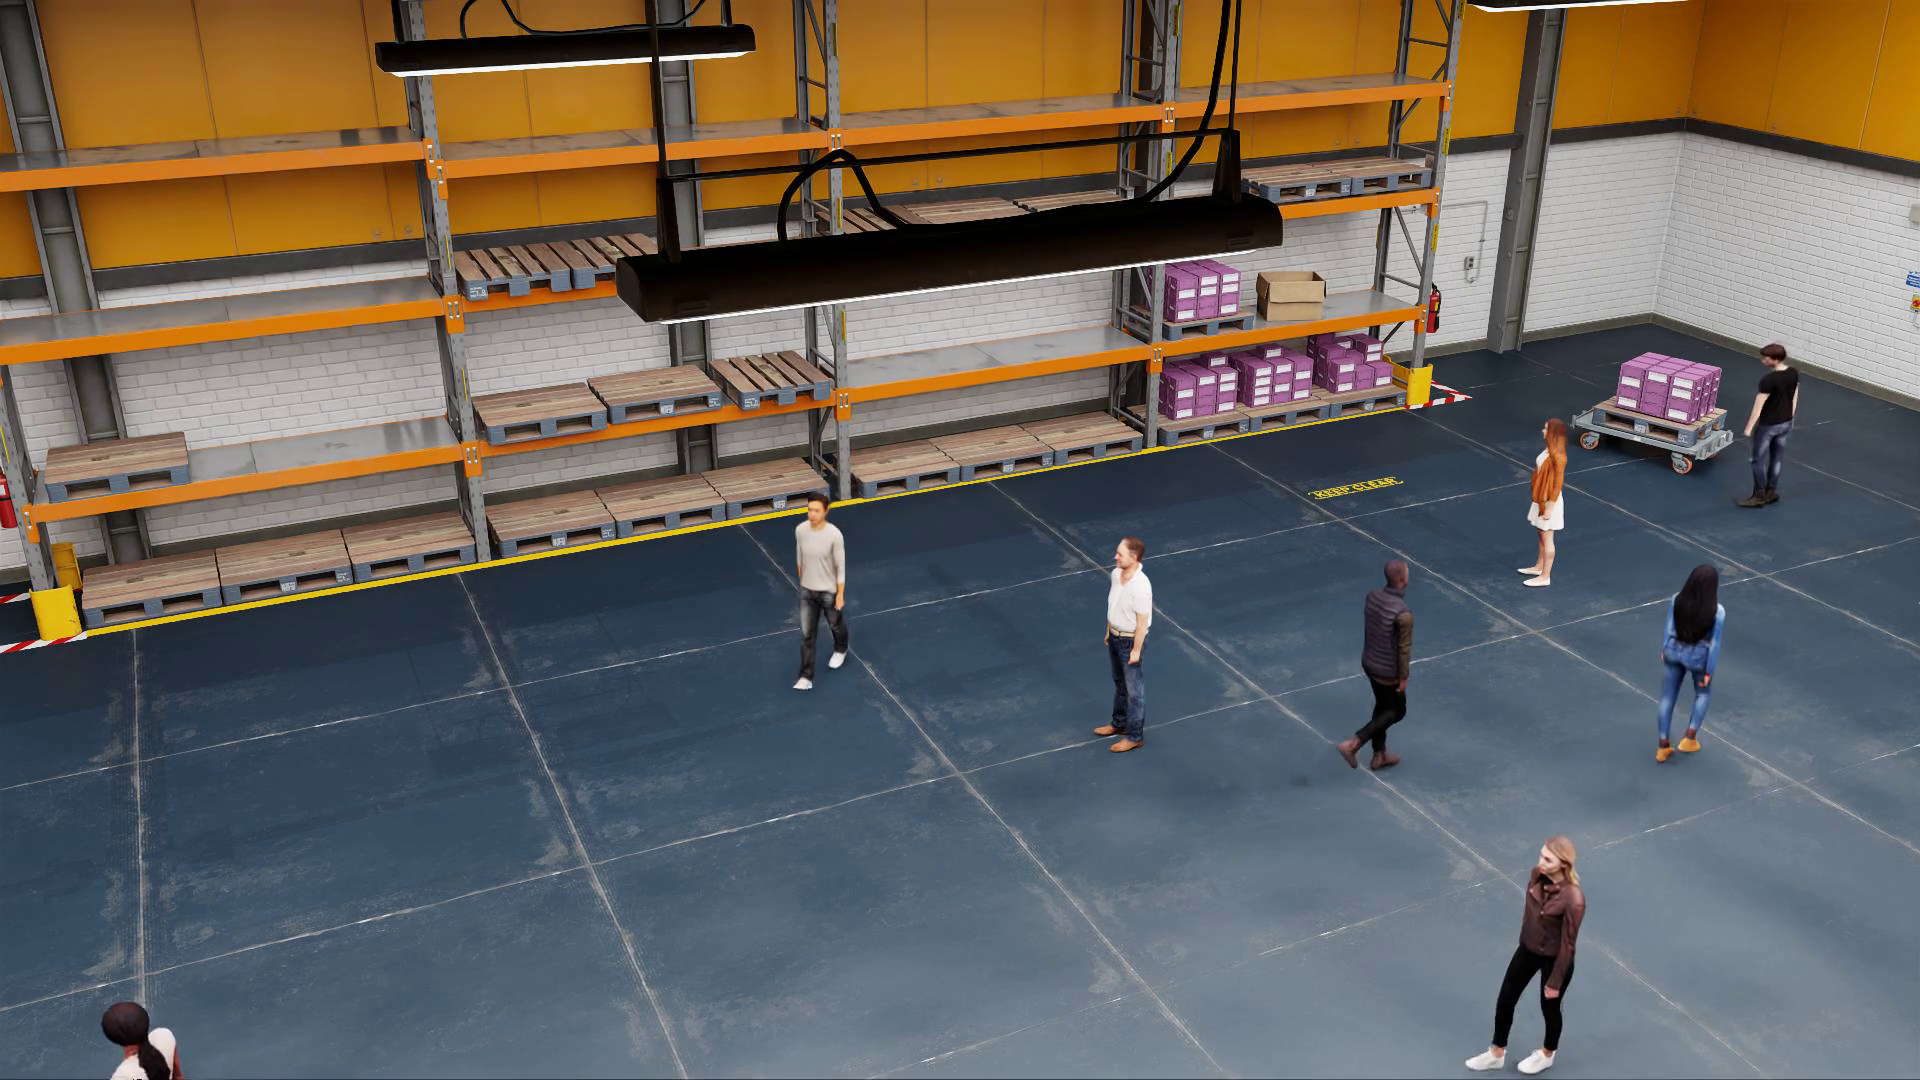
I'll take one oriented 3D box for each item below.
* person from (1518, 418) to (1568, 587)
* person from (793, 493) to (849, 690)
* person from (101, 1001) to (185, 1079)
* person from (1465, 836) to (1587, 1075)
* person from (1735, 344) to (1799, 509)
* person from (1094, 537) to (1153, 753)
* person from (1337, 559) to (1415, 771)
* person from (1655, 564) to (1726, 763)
[{"bbox_3d":[5.814,-0.386,16.422,0.738,1.721,0.718,3,24,7],"label":"person"},{"bbox_3d":[-1.168,0.398,14.570,1.176,1.768,1.246,8,25,18],"label":"person"},{"bbox_3d":[-4.004,3.071,8.515,0.994,1.720,0.923,9,25,19],"label":"person"},{"bbox_3d":[3.558,2.476,9.914,0.798,1.689,0.644,-9,25,-20],"label":"person"},{"bbox_3d":[8.992,-1.268,18.265,0.526,1.860,0.907,-3,24,-6],"label":"person"},{"bbox_3d":[1.380,0.816,13.503,0.573,1.856,0.661,-9,25,-20],"label":"person"},{"bbox_3d":[3.270,1.022,13.082,0.890,1.817,0.731,-8,25,-17],"label":"person"},{"bbox_3d":[5.760,1.011,13.252,0.740,1.701,0.788,18,29,36],"label":"person"}]
